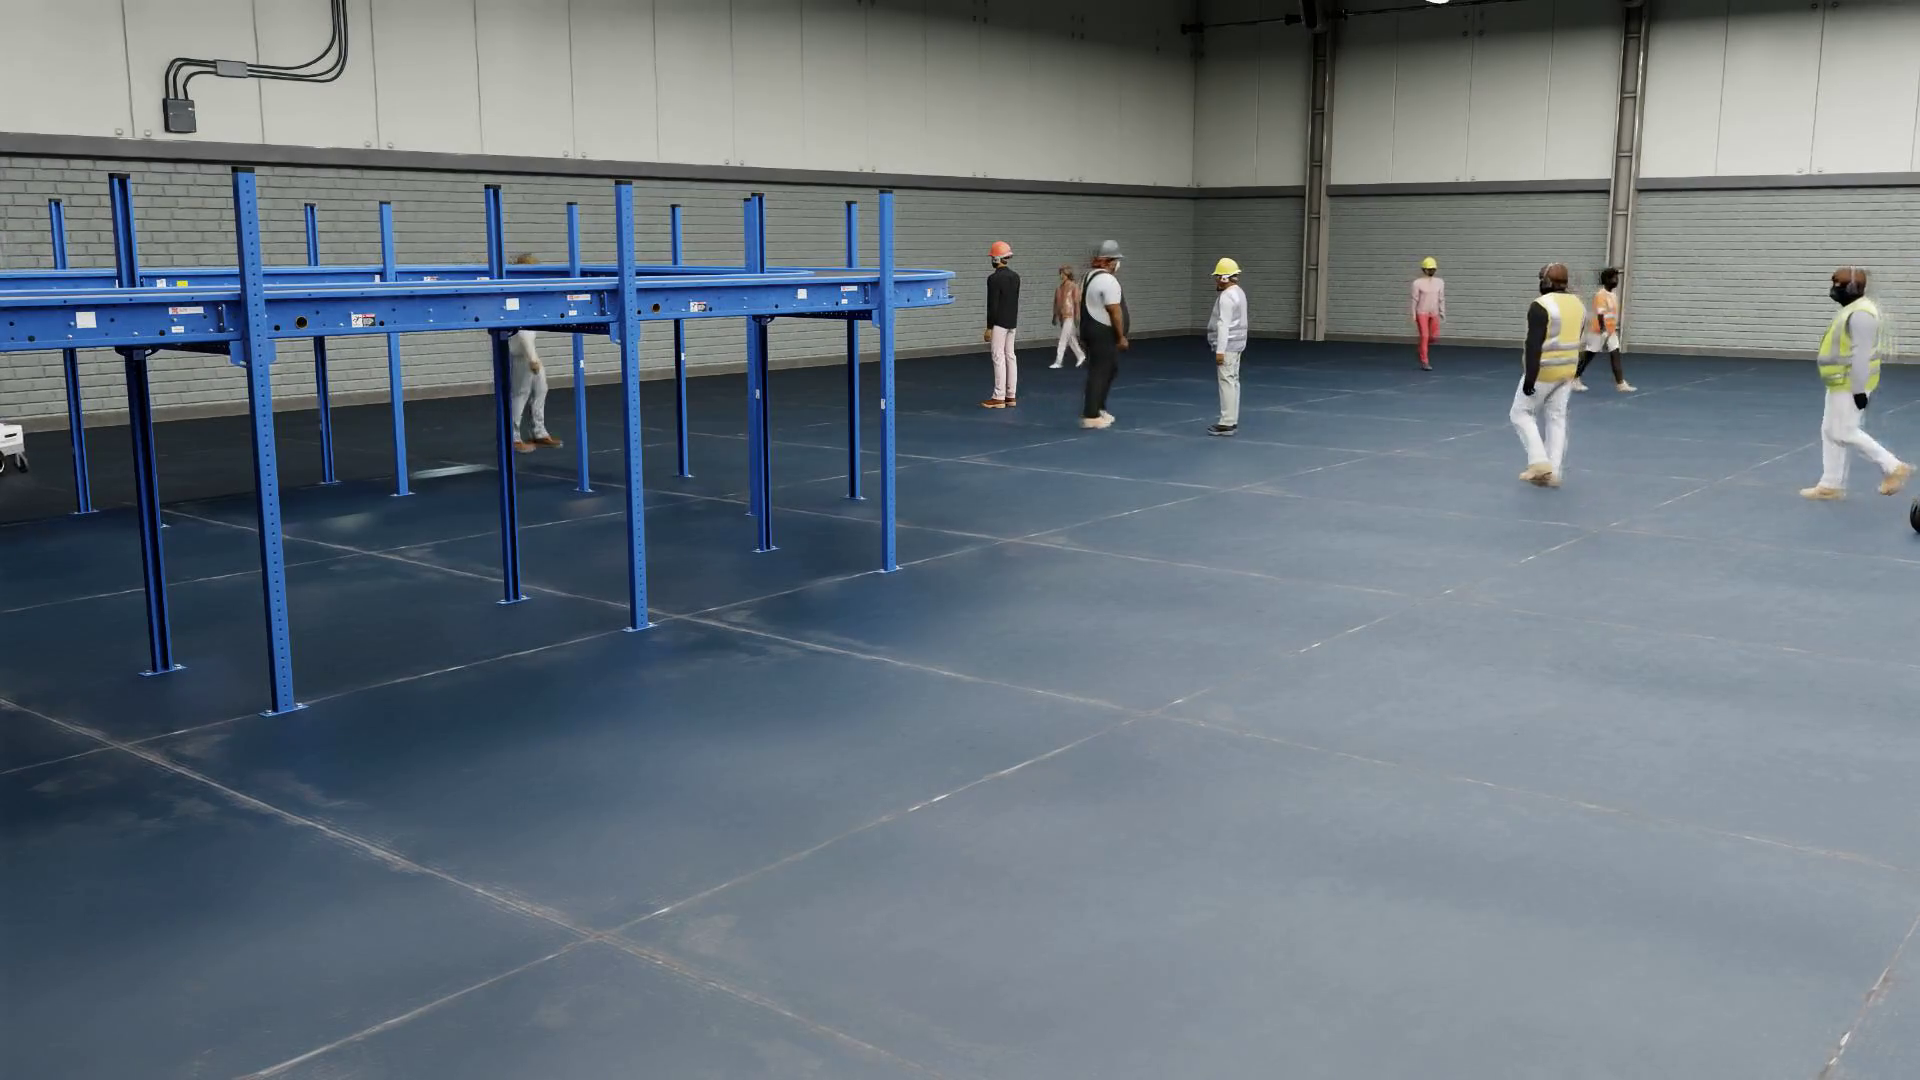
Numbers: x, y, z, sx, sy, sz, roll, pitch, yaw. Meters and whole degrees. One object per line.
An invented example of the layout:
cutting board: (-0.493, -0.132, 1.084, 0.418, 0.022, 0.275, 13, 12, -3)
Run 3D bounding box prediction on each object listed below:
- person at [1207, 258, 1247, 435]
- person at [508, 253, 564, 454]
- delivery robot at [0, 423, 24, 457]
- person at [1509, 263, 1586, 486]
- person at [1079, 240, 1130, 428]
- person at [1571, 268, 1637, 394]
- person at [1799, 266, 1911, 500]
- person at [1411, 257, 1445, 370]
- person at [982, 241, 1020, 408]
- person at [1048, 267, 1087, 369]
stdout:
person: (2.785, -2.018, 17.377, 0.403, 1.826, 0.590, 4, 11, 22)
person: (-4.047, -1.752, 15.709, 0.692, 1.894, 0.719, -2, 11, -13)
delivery robot: (-8.415, -0.859, 14.333, 0.477, 0.478, 0.707, 0, 10, 1)
person: (4.842, -1.354, 13.691, 0.660, 1.830, 0.451, -6, 12, -32)
person: (1.576, -2.220, 18.017, 0.595, 2.000, 0.696, -2, 10, -10)
person: (8.536, -2.775, 22.050, 0.864, 1.652, 0.544, 10, 14, 43)
person: (6.965, -1.196, 12.852, 0.635, 1.827, 0.638, 4, 11, 19)
person: (7.307, -3.553, 26.078, 0.544, 1.749, 0.567, -2, 10, -11)
person: (0.499, -2.611, 20.187, 0.375, 1.997, 0.612, 7, 12, 32)
person: (1.724, -3.536, 26.404, 0.829, 1.603, 0.528, -7, 13, -35)
